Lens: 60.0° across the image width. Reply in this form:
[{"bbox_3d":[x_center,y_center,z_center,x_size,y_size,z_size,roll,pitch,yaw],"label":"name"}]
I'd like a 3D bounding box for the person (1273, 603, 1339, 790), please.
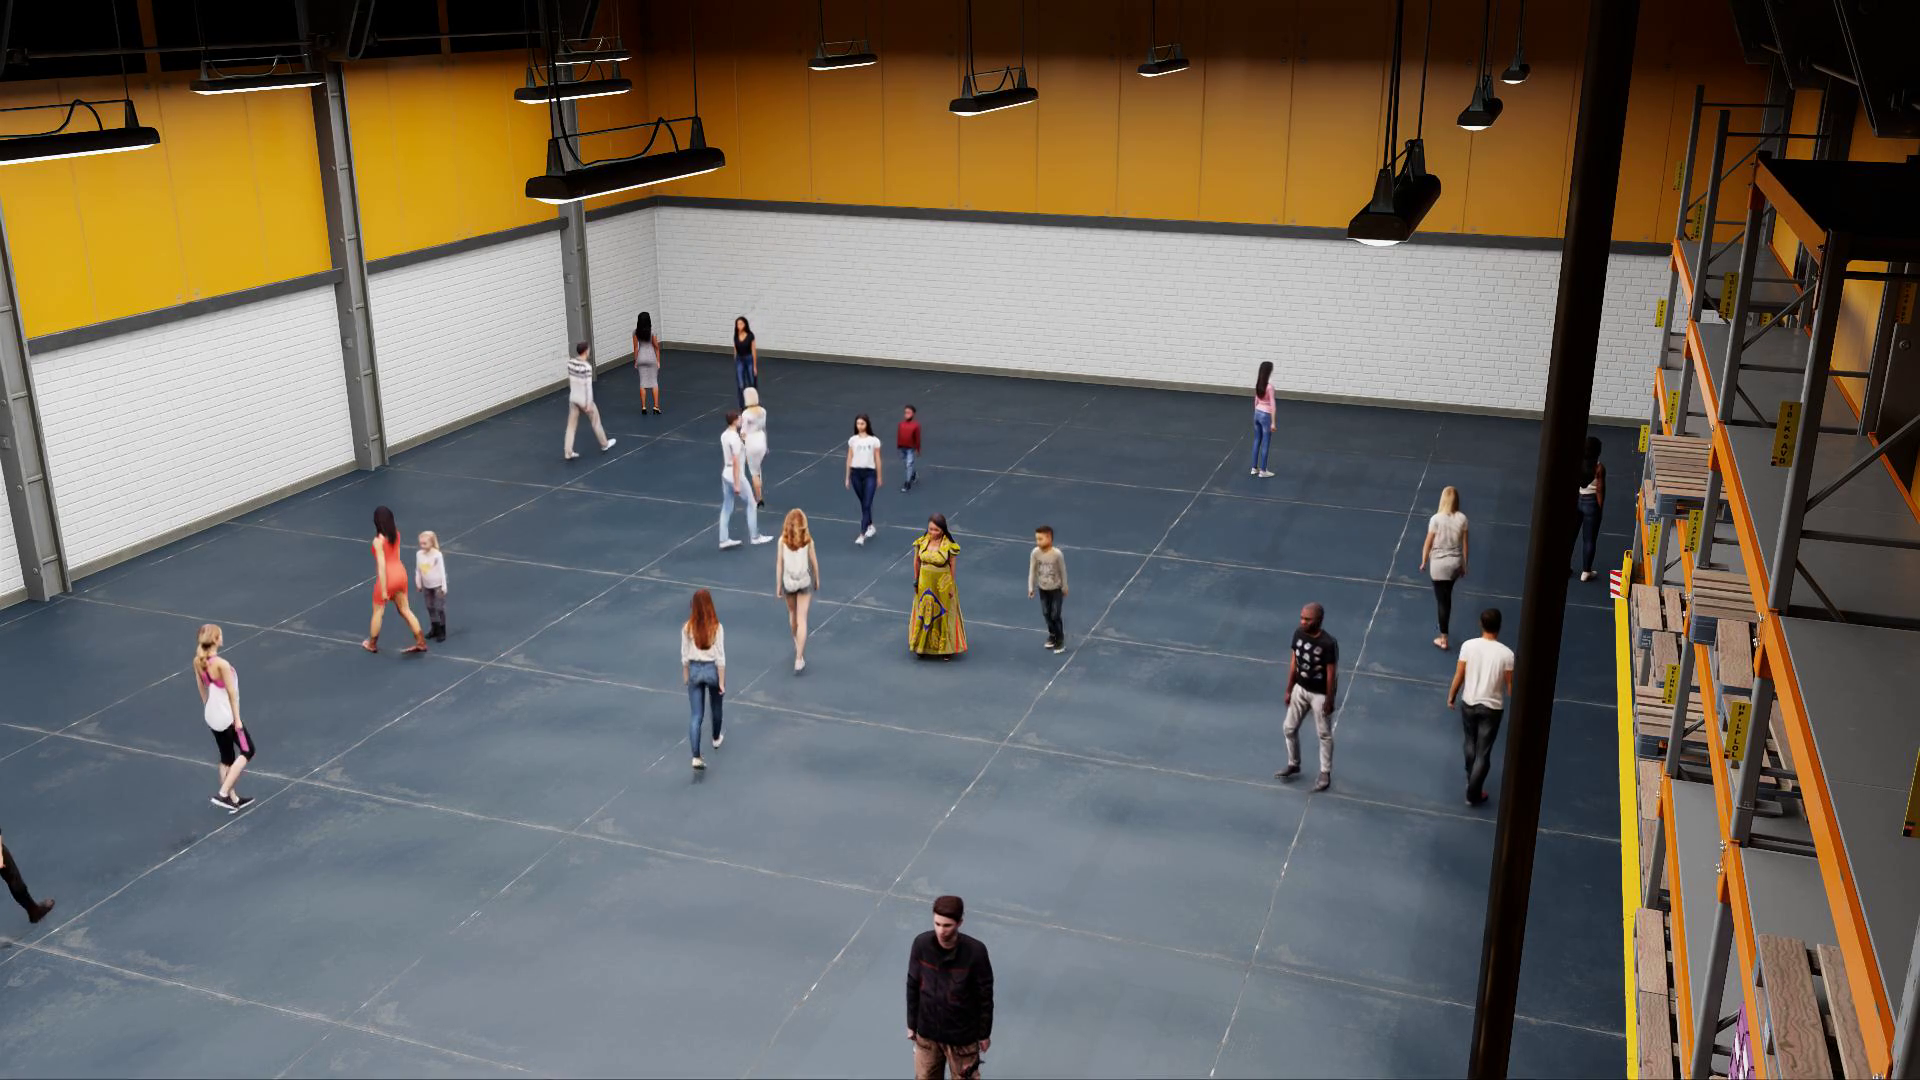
[{"bbox_3d":[3.280,1.405,15.269,0.780,1.790,0.829,16,24,39],"label":"person"}]

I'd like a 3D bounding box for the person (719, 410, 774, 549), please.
[{"bbox_3d":[-3.016,-0.765,21.653,1.082,1.827,0.994,-12,22,-31],"label":"person"}]

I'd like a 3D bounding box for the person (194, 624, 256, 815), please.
[{"bbox_3d":[-6.558,1.617,14.656,0.671,1.779,0.695,9,21,25],"label":"person"}]

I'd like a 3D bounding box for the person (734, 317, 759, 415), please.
[{"bbox_3d":[-3.621,-2.953,28.333,0.768,1.711,1.138,1,19,4],"label":"person"}]

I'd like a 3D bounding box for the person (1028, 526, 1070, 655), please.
[{"bbox_3d":[1.040,0.521,18.440,0.616,1.442,0.656,6,20,17],"label":"person"}]

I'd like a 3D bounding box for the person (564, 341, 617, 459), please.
[{"bbox_3d":[-5.918,-2.118,25.711,0.808,1.802,1.251,10,21,28],"label":"person"}]

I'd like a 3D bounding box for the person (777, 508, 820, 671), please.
[{"bbox_3d":[-1.748,0.564,17.888,0.877,1.712,1.216,0,19,0],"label":"person"}]

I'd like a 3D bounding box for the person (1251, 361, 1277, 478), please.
[{"bbox_3d":[4.552,-1.828,24.944,0.699,1.741,0.649,-9,21,-26],"label":"person"}]

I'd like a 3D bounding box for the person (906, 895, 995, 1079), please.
[{"bbox_3d":[-0.066,3.030,10.236,0.711,1.923,0.593,5,19,15],"label":"person"}]

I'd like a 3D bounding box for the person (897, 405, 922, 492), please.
[{"bbox_3d":[-0.738,-1.371,24.378,0.549,1.238,0.843,8,20,24],"label":"person"}]

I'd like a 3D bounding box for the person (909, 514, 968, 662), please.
[{"bbox_3d":[-0.266,0.496,18.171,0.895,1.661,0.824,4,19,11],"label":"person"}]

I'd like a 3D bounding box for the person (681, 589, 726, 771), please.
[{"bbox_3d":[-2.416,1.337,15.628,0.828,1.689,1.216,1,19,2],"label":"person"}]

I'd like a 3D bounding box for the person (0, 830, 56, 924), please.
[{"bbox_3d":[-7.481,2.394,12.604,0.676,1.616,0.978,3,19,9],"label":"person"}]

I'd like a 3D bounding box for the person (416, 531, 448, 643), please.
[{"bbox_3d":[-5.931,0.500,18.764,0.519,1.274,0.535,5,19,14],"label":"person"}]

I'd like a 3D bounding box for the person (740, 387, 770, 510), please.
[{"bbox_3d":[-2.809,-1.269,23.297,0.648,1.733,0.739,-17,25,-41],"label":"person"}]

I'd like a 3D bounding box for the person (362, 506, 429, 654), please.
[{"bbox_3d":[-6.132,0.480,18.181,0.657,1.685,0.928,6,19,17],"label":"person"}]

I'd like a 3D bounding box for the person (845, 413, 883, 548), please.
[{"bbox_3d":[-1.241,-0.810,21.948,0.688,1.725,1.114,4,19,12],"label":"person"}]

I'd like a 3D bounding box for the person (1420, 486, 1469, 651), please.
[{"bbox_3d":[5.419,0.343,18.411,0.817,1.797,0.940,-3,19,-9],"label":"person"}]

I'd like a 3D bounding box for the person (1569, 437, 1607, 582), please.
[{"bbox_3d":[7.720,-0.395,20.588,0.726,1.807,0.733,17,25,41],"label":"person"}]

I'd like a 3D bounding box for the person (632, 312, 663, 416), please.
[{"bbox_3d":[-5.351,-3.021,28.428,0.648,1.781,0.626,1,19,3],"label":"person"}]

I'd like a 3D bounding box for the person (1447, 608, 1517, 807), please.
[{"bbox_3d":[4.655,1.524,14.958,0.890,1.764,0.950,14,23,36],"label":"person"}]
